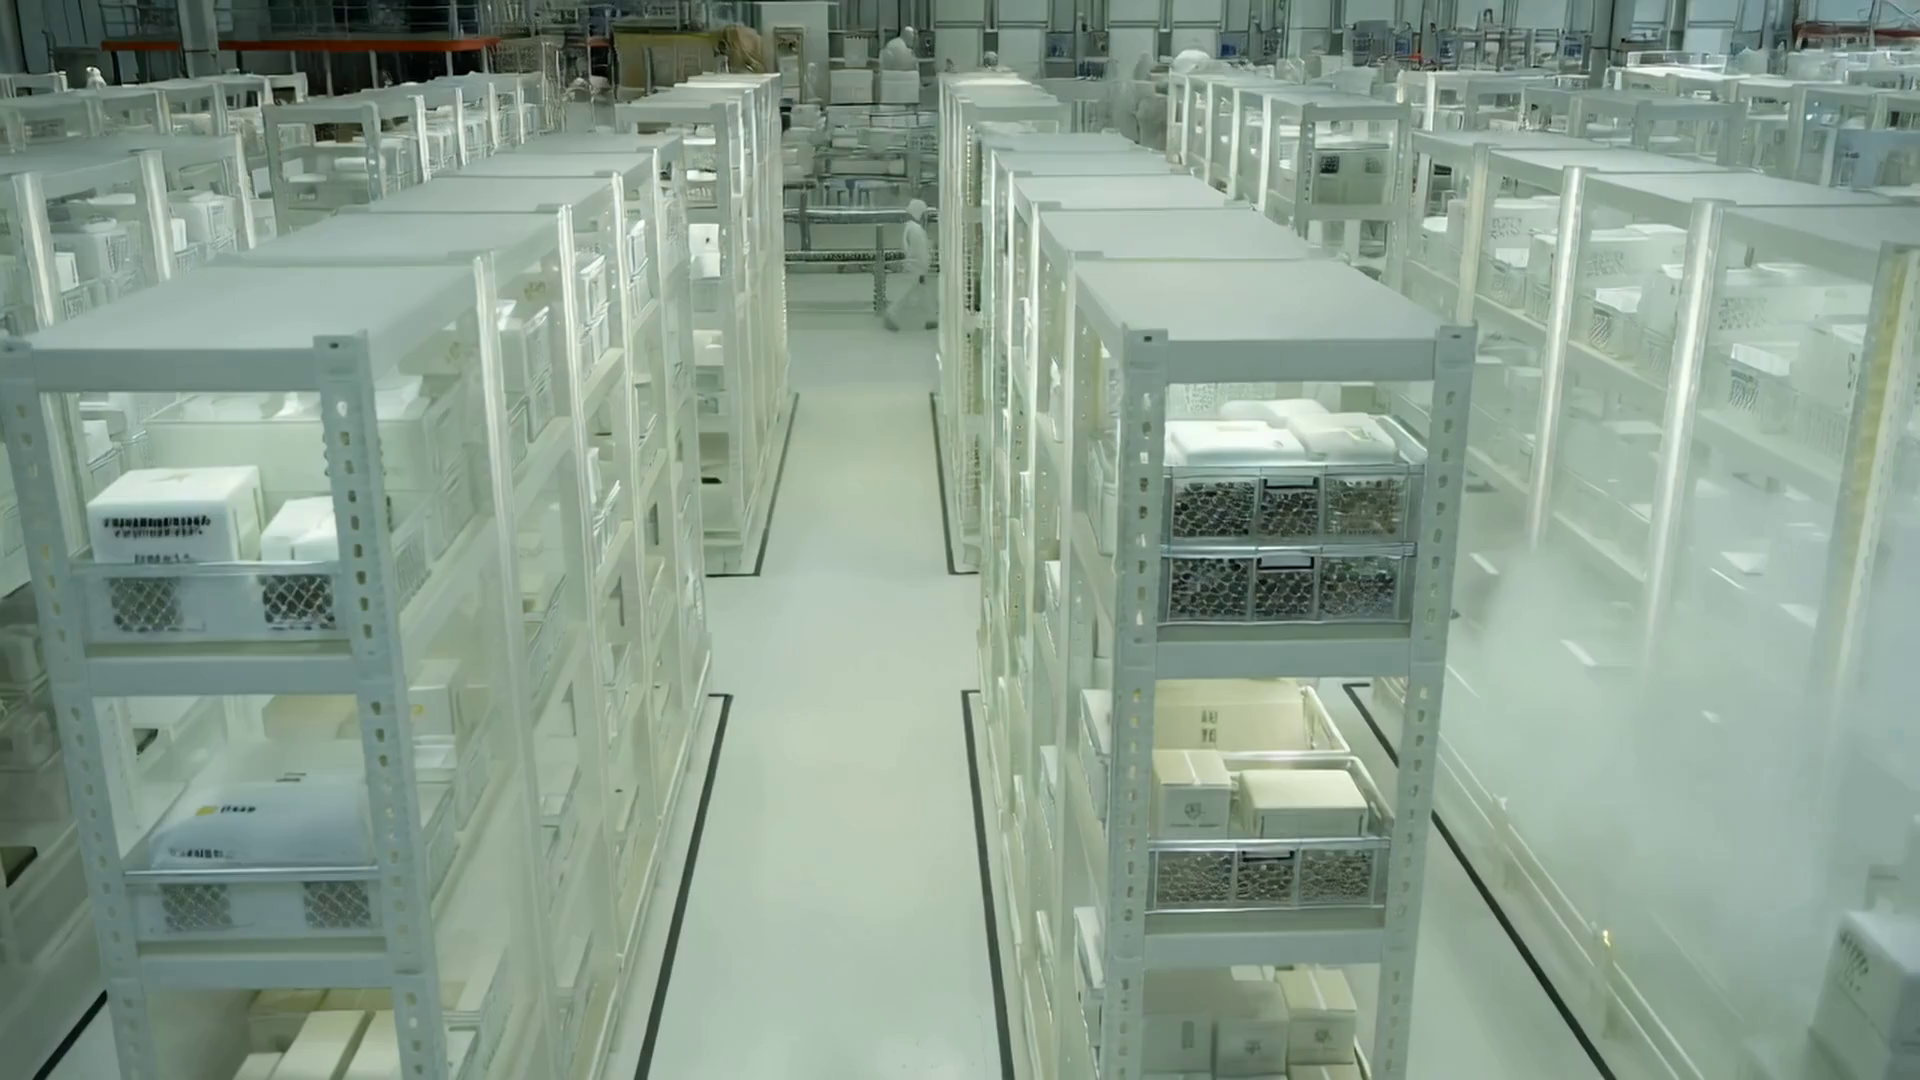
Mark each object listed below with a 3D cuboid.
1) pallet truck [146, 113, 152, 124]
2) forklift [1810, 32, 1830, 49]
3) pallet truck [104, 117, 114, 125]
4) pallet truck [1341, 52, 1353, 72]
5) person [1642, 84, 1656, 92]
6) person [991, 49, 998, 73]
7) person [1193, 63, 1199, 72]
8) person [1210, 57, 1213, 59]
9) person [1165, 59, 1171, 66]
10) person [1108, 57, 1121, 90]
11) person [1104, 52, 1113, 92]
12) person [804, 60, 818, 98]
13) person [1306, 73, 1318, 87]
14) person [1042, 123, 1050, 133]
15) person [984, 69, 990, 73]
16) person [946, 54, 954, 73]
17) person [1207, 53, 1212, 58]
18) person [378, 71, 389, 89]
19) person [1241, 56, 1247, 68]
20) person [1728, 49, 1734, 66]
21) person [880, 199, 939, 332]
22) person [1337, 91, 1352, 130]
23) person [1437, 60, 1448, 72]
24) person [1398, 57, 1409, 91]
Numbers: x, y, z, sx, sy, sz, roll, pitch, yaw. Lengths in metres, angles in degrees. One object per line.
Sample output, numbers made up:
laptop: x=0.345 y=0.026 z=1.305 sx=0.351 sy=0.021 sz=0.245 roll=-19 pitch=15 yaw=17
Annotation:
pallet truck: x=-18.087 y=-8.309 z=36.390 sx=1.885 sy=1.965 sz=0.823 roll=-1 pitch=18 yaw=-4
forklift: x=45.954 y=-25.830 z=89.194 sx=1.129 sy=2.768 sz=1.873 roll=-1 pitch=18 yaw=-2
pallet truck: x=-18.367 y=-7.885 z=35.078 sx=1.885 sy=1.965 sz=0.823 roll=1 pitch=18 yaw=2
pallet truck: x=18.794 y=-23.123 z=82.231 sx=0.823 sy=1.965 sz=1.885 roll=-13 pitch=22 yaw=-35
person: x=25.659 y=-16.503 z=61.924 sx=1.022 sy=1.884 sz=0.563 roll=-6 pitch=19 yaw=-17
person: x=1.819 y=-25.537 z=89.830 sx=0.681 sy=1.922 sz=0.548 roll=12 pitch=21 yaw=32
person: x=9.271 y=-17.791 z=65.683 sx=0.602 sy=2.035 sz=0.409 roll=5 pitch=19 yaw=16
person: x=11.579 y=-21.464 z=77.293 sx=0.986 sy=1.873 sz=0.609 roll=9 pitch=20 yaw=26
person: x=9.661 y=-21.164 z=76.474 sx=0.837 sy=1.811 sz=0.633 roll=-15 pitch=23 yaw=-38
person: x=7.140 y=-21.064 z=75.932 sx=0.934 sy=1.959 sz=0.622 roll=-11 pitch=21 yaw=-30
person: x=7.478 y=-23.456 z=83.342 sx=0.389 sy=1.948 sz=0.608 roll=-8 pitch=20 yaw=-23
person: x=-6.815 y=-20.978 z=75.932 sx=0.622 sy=1.791 sz=0.944 roll=-7 pitch=19 yaw=-21
person: x=12.093 y=-15.172 z=57.557 sx=0.984 sy=2.000 sz=0.690 roll=0 pitch=18 yaw=-1
person: x=2.567 y=-11.897 z=47.949 sx=0.521 sy=1.709 sz=0.934 roll=-11 pitch=21 yaw=-30
person: x=1.095 y=-17.419 z=64.838 sx=0.799 sy=1.843 sz=0.531 roll=3 pitch=18 yaw=9
person: x=-0.507 y=-22.518 z=80.509 sx=0.715 sy=1.912 sz=0.655 roll=9 pitch=20 yaw=26
person: x=12.396 y=-23.242 z=82.733 sx=0.572 sy=1.904 sz=0.616 roll=-6 pitch=19 yaw=-17
person: x=-21.805 y=-16.893 z=63.211 sx=0.936 sy=1.850 sz=0.577 roll=-3 pitch=18 yaw=-10
person: x=14.160 y=-23.318 z=83.264 sx=0.617 sy=1.727 sz=0.505 roll=-2 pitch=18 yaw=-5
person: x=41.720 y=-25.666 z=90.221 sx=0.387 sy=1.929 sz=0.695 roll=3 pitch=18 yaw=8
person: x=-0.648 y=-3.688 z=22.421 sx=0.902 sy=1.796 sz=0.604 roll=-3 pitch=18 yaw=-9
person: x=11.968 y=-13.062 z=51.580 sx=0.548 sy=1.685 sz=0.425 roll=1 pitch=18 yaw=3
person: x=22.477 y=-21.486 z=77.555 sx=0.524 sy=1.756 sz=0.455 roll=-2 pitch=18 yaw=-5
person: x=22.535 y=-23.660 z=84.413 sx=0.610 sy=1.672 sz=0.360 roll=6 pitch=19 yaw=17
